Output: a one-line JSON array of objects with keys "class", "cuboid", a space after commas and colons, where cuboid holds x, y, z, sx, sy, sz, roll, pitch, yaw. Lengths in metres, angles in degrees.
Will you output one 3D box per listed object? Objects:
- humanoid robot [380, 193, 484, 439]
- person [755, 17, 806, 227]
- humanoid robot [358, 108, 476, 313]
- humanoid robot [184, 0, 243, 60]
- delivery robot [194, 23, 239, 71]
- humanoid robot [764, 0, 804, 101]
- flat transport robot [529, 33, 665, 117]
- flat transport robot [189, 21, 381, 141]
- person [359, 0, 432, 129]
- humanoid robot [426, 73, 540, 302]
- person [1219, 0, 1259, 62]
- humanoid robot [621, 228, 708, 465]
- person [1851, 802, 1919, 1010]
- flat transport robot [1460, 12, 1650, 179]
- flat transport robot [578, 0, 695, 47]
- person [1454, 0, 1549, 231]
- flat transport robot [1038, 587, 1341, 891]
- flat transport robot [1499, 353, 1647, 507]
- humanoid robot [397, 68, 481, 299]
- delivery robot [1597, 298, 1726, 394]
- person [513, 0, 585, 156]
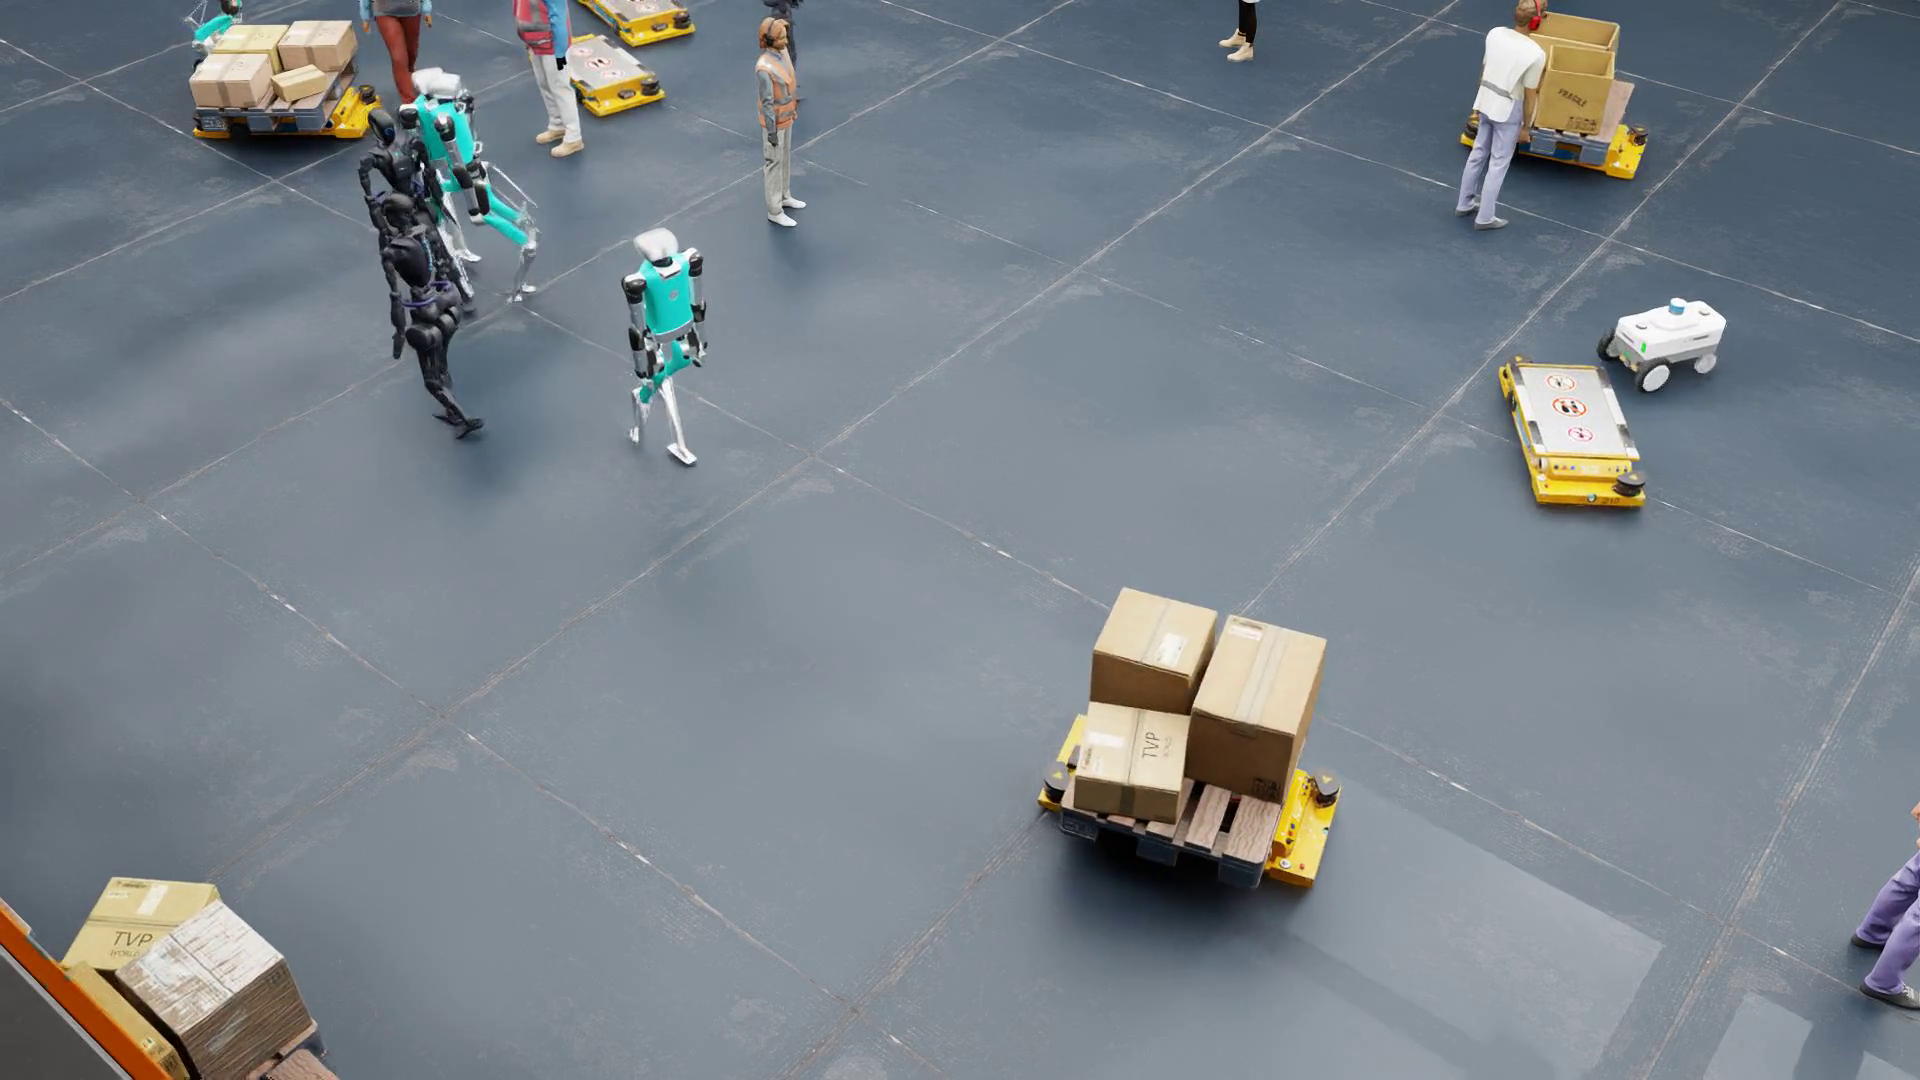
[{"class": "humanoid robot", "cuboid": [-3.361, -1.416, 10.684, 0.552, 1.637, 0.612, 17, 43, 19]}, {"class": "person", "cuboid": [-1.399, -3.231, 12.820, 0.305, 1.636, 0.524, 7, 41, 8]}, {"class": "humanoid robot", "cuboid": [-3.831, -2.276, 11.679, 0.527, 1.626, 0.599, 31, 49, 31]}, {"class": "humanoid robot", "cuboid": [-6.516, -4.695, 14.494, 0.781, 1.789, 0.552, -13, 42, -15]}, {"class": "delivery robot", "cuboid": [-6.537, -4.407, 15.056, 0.785, 0.614, 0.504, 9, 41, 10]}, {"class": "humanoid robot", "cuboid": [-1.540, -4.689, 14.504, 0.323, 1.644, 0.587, -1, 40, -1]}, {"class": "flat transport robot", "cuboid": [-3.308, -4.247, 15.074, 0.659, 0.231, 1.431, -25, 46, -27]}, {"class": "flat transport robot", "cuboid": [-5.849, -3.720, 14.454, 1.431, 0.231, 0.659, 0, 40, 0]}, {"class": "person", "cuboid": [-4.835, -4.555, 14.235, 0.600, 1.828, 0.925, -21, 44, -22]}, {"class": "humanoid robot", "cuboid": [-3.302, -2.472, 11.877, 0.707, 1.812, 0.536, -7, 41, -8]}, {"class": "person", "cuboid": [2.603, -5.207, 15.099, 0.317, 1.695, 0.539, -3, 40, -4]}, {"class": "humanoid robot", "cuboid": [-1.931, -1.196, 10.436, 0.544, 1.884, 0.808, -30, 49, -30]}, {"class": "person", "cuboid": [4.373, 1.343, 7.292, 0.390, 1.836, 0.559, 10, 41, 11]}, {"class": "flat transport robot", "cuboid": [5.046, -3.425, 14.107, 1.431, 0.231, 0.659, 18, 44, 20]}, {"class": "flat transport robot", "cuboid": [-3.186, -5.193, 16.187, 0.659, 0.231, 1.431, -22, 45, -24]}, {"class": "person", "cuboid": [4.121, -3.240, 12.685, 0.382, 1.836, 0.563, -19, 44, -21]}, {"class": "flat transport robot", "cuboid": [1.184, 1.293, 8.557, 1.431, 0.231, 0.659, 14, 42, 16]}, {"class": "flat transport robot", "cuboid": [4.012, -0.739, 10.948, 0.659, 0.231, 1.431, 3, 40, 3]}, {"class": "humanoid robot", "cuboid": [-3.787, -2.664, 12.095, 0.531, 1.759, 0.914, -25, 46, -26]}, {"class": "delivery robot", "cuboid": [4.860, -1.377, 11.491, 0.807, 0.613, 0.499, -13, 42, -15]}, {"class": "person", "cuboid": [-3.411, -4.088, 13.682, 0.430, 1.833, 0.641, -27, 47, -28]}]
